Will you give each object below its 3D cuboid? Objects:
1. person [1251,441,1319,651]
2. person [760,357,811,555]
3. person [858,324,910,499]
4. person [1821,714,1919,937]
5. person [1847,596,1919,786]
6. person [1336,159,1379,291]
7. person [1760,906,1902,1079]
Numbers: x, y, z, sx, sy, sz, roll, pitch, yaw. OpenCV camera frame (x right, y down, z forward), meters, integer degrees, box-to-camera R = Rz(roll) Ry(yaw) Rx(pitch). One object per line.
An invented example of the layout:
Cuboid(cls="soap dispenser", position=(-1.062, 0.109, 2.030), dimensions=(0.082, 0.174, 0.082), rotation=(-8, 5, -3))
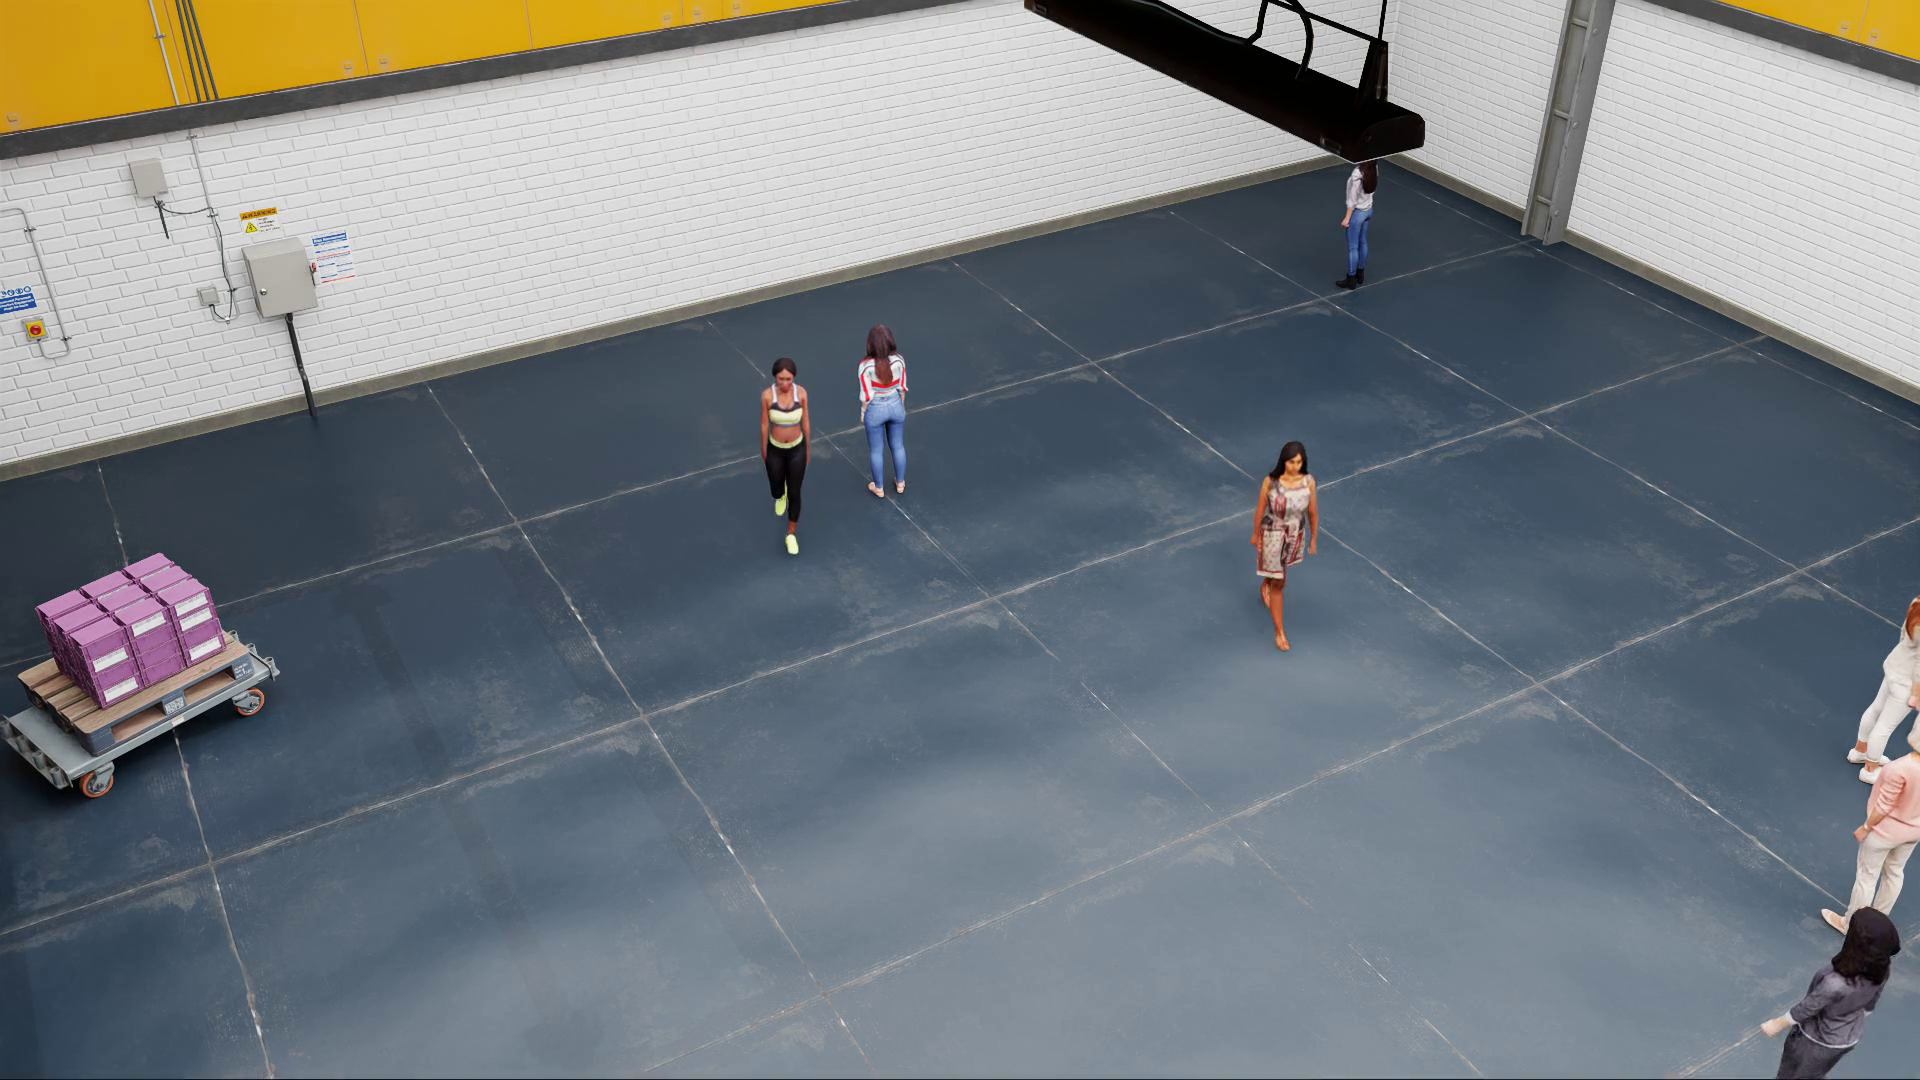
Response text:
Cuboid(cls="person", position=(2.462, -0.066, 12.756), dimensions=(0.917, 1.595, 1.193), rotation=(-3, 34, -5))
Cuboid(cls="person", position=(-1.426, -0.761, 13.673), dimensions=(0.763, 1.738, 0.971), rotation=(-4, 34, -6))
Cuboid(cls="person", position=(-0.652, -1.116, 14.320), dimensions=(0.621, 1.613, 0.560), rotation=(-11, 35, -16))
Cuboid(cls="person", position=(5.616, 1.703, 9.977), dimensions=(0.650, 1.725, 0.602), rotation=(-9, 35, -13))
Cuboid(cls="person", position=(6.353, 0.902, 11.193), dimensions=(0.743, 1.713, 0.684), rotation=(9, 35, 13))
Cuboid(cls="person", position=(4.302, -3.506, 17.898), dimensions=(0.630, 1.632, 0.669), rotation=(25, 41, 32))
Cuboid(cls="person", position=(4.493, 2.601, 8.593), dimensions=(0.662, 1.761, 0.626), rotation=(-13, 36, -19))
